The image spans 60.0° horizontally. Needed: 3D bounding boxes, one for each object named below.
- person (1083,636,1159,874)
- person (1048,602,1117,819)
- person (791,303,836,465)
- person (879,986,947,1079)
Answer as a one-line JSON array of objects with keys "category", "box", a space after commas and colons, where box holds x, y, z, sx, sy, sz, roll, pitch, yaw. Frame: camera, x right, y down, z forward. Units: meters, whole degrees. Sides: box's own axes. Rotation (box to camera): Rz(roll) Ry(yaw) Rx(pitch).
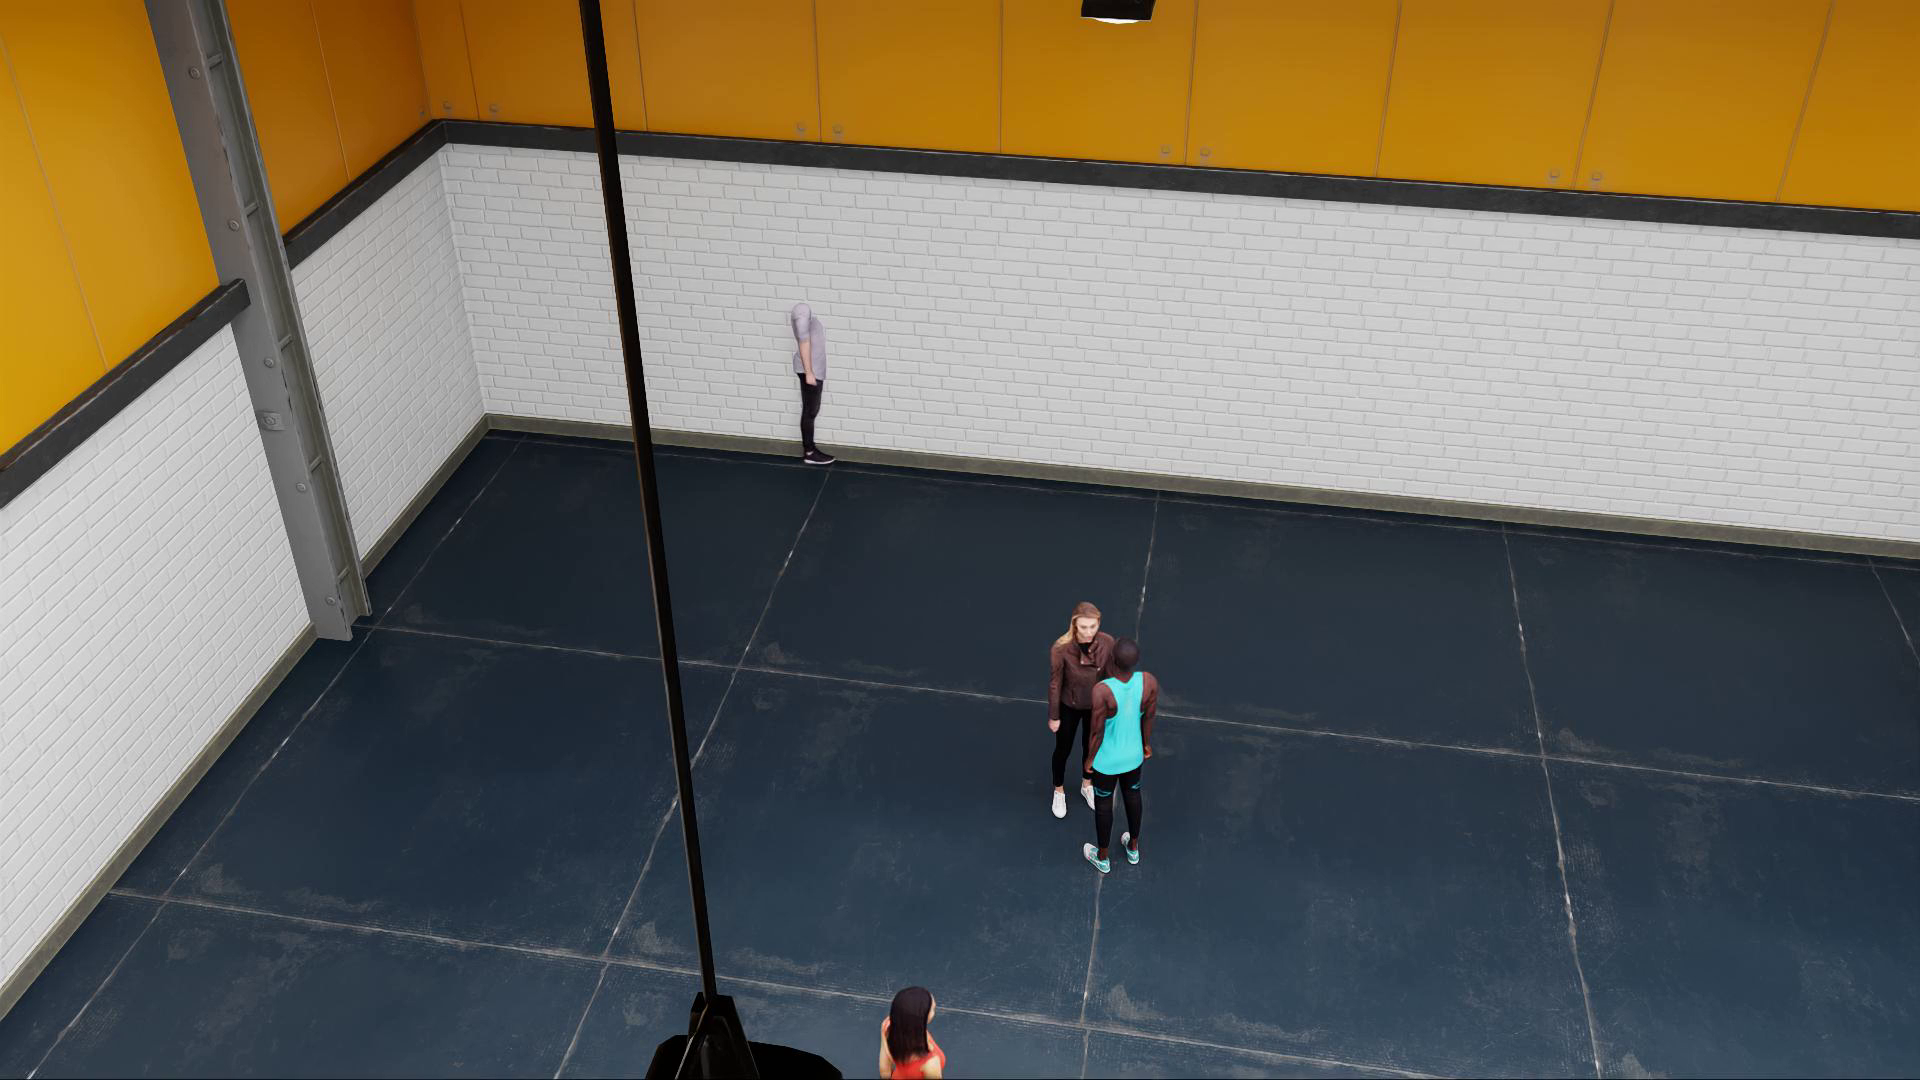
[{"category": "person", "box": [1.010, 1.368, 10.613, 0.695, 1.810, 0.692, -11, 35, -16]}, {"category": "person", "box": [0.807, 1.109, 11.099, 0.670, 1.704, 0.637, -8, 34, -12]}, {"category": "person", "box": [-1.354, -1.585, 15.034, 0.759, 1.835, 0.571, 1, 34, 2]}, {"category": "person", "box": [-0.228, 2.881, 8.420, 0.693, 1.719, 0.667, -28, 43, -35]}]
